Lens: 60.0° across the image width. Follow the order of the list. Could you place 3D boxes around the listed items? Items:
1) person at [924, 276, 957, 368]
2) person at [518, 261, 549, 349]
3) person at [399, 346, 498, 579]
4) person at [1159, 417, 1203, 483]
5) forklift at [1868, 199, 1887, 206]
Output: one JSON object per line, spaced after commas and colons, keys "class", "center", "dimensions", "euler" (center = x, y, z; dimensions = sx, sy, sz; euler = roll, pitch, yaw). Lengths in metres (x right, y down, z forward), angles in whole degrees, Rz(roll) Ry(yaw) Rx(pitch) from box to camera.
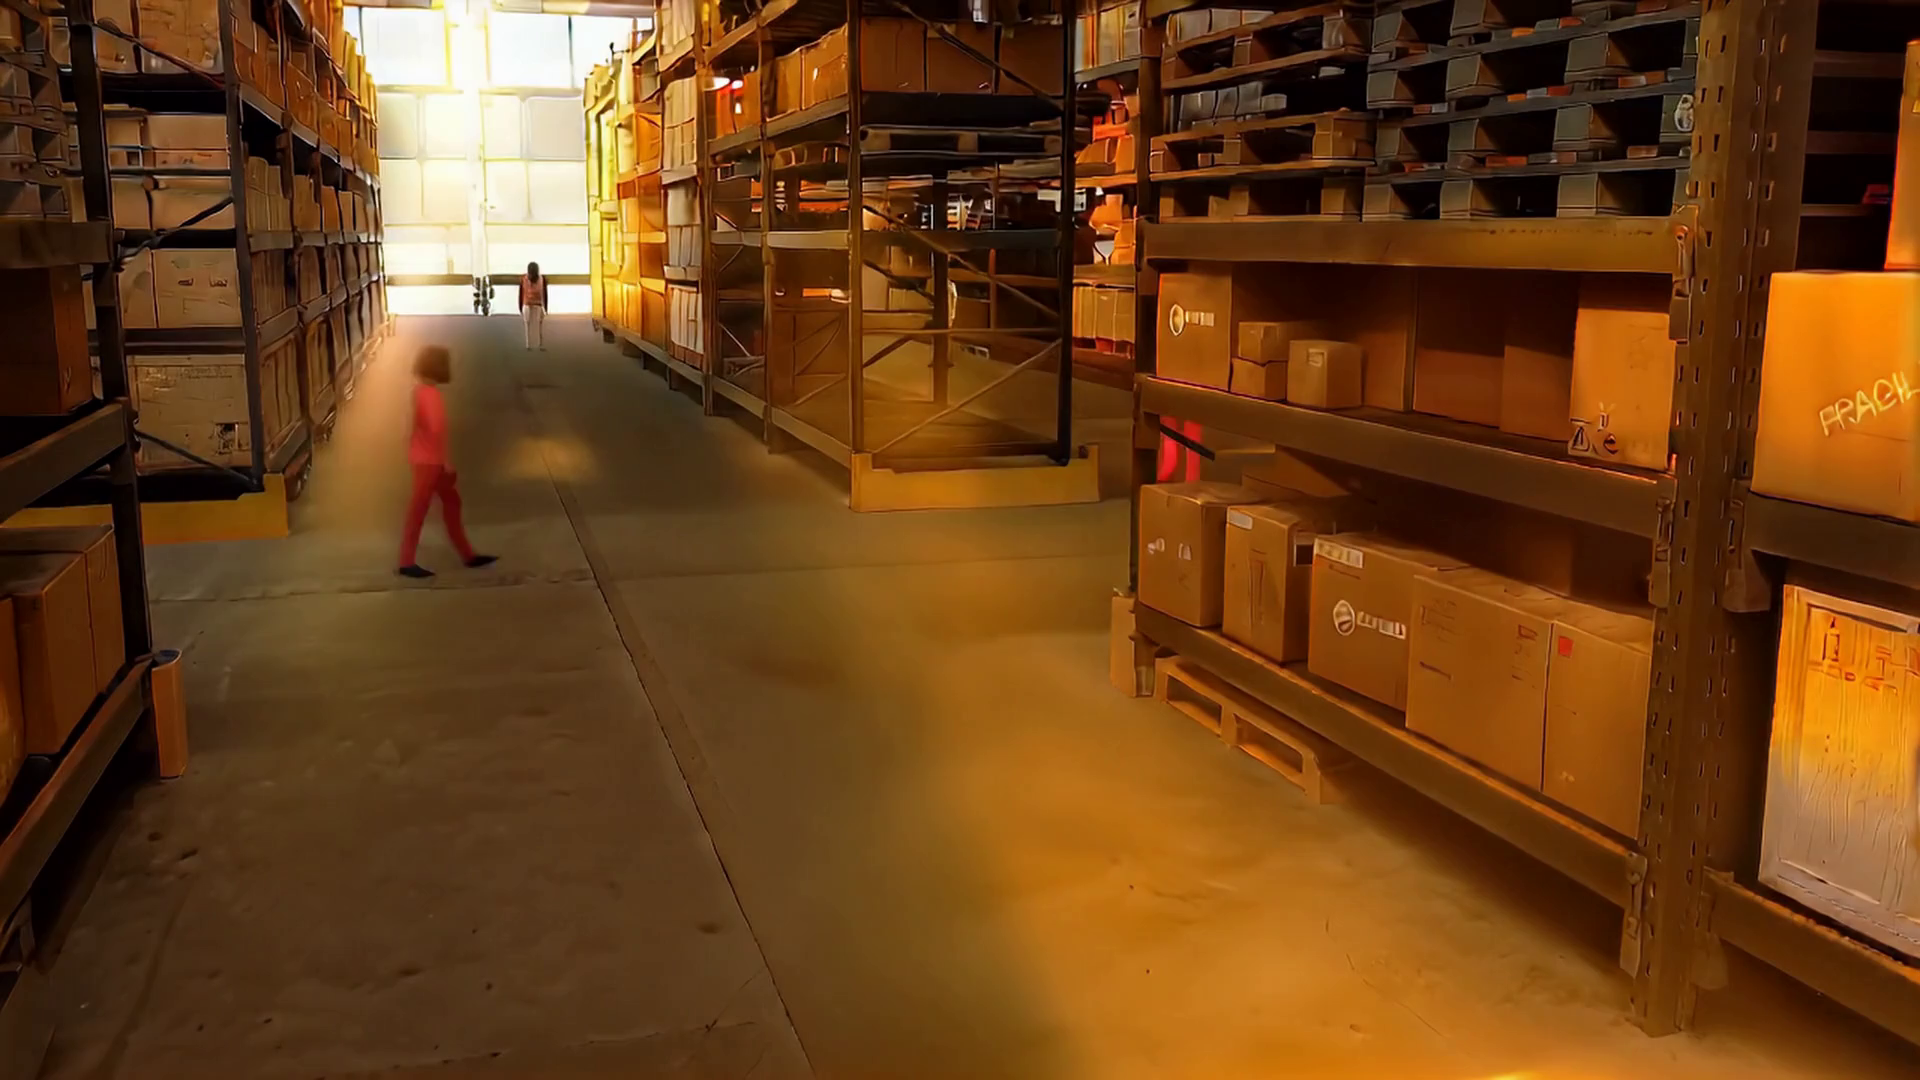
{"class": "person", "center": [-0.379, -4.021, 29.787], "dimensions": [0.652, 1.906, 0.402], "euler": [6, 12, 29]}
{"class": "person", "center": [-8.937, -4.914, 34.875], "dimensions": [0.621, 1.838, 0.429], "euler": [-4, 11, -22]}
{"class": "person", "center": [-3.561, -0.535, 11.509], "dimensions": [0.777, 1.597, 0.521], "euler": [-4, 11, -21]}
{"class": "person", "center": [1.968, -1.207, 14.637], "dimensions": [0.587, 1.819, 0.713], "euler": [2, 10, 9]}
{"class": "forklift", "center": [11.338, -2.915, 21.052], "dimensions": [1.129, 2.768, 1.873], "euler": [-3, 11, -17]}
